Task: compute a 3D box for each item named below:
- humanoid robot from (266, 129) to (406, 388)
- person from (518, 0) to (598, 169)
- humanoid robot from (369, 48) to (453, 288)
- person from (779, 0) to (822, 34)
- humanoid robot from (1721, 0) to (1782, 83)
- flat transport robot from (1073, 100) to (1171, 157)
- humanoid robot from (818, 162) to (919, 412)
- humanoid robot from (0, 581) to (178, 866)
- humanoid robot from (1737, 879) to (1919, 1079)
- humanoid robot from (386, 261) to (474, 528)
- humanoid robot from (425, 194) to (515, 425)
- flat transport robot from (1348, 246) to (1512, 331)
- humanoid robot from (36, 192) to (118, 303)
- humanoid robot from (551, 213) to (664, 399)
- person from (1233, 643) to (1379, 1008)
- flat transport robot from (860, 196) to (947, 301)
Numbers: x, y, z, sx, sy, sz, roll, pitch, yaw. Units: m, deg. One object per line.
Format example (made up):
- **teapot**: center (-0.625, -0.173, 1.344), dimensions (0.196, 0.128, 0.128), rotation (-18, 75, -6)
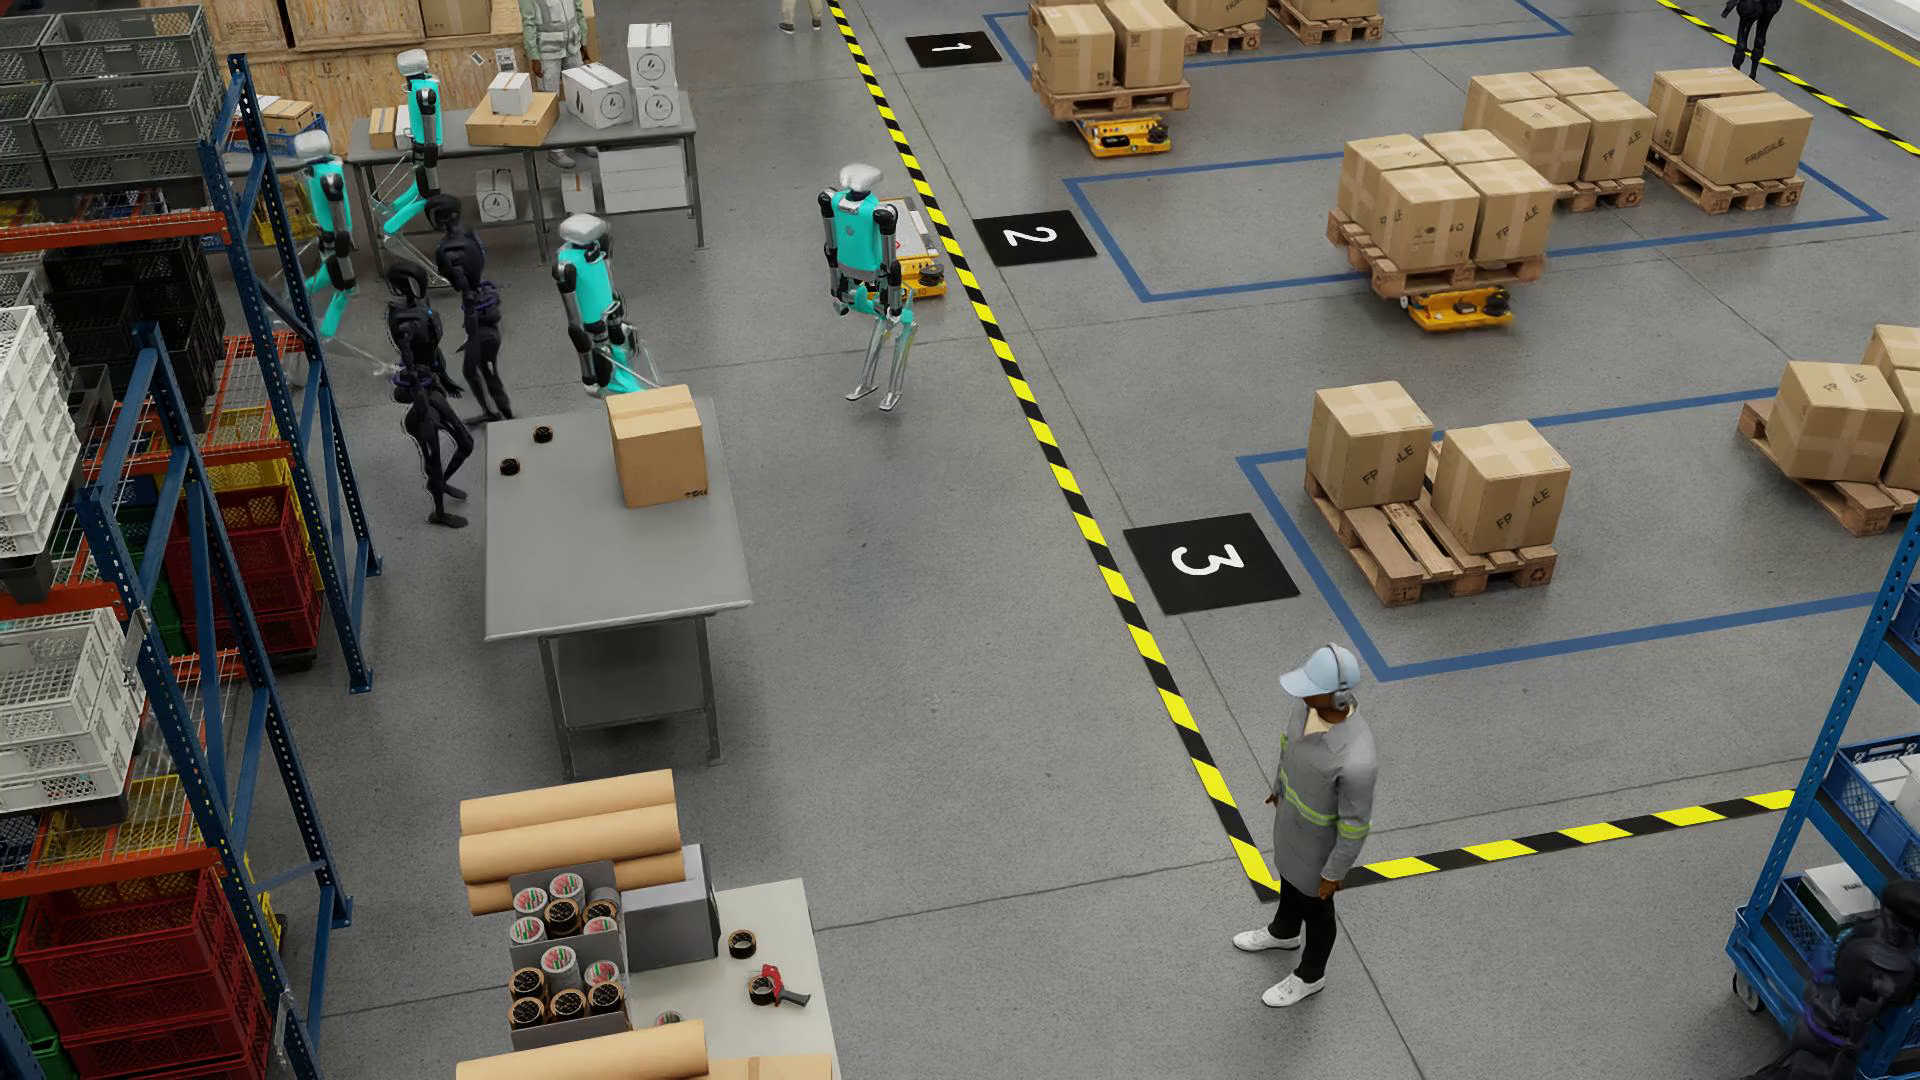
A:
- **humanoid robot**: center (-4.231, -1.706, 10.657), dimensions (1.019, 1.783, 0.532), rotation (-18, 40, -23)
- **person**: center (-3.266, -4.006, 13.542), dimensions (0.412, 1.939, 0.602), rotation (26, 44, 30)
- **humanoid robot**: center (-3.907, -2.562, 11.654), dimensions (0.735, 1.677, 0.533), rotation (-13, 39, -17)
- **person**: center (-1.584, -5.807, 16.100), dimensions (0.565, 1.769, 0.396), rotation (-13, 38, -16)
- **humanoid robot**: center (7.166, -4.883, 14.926), dimensions (0.599, 1.654, 0.315), rotation (-15, 39, -19)
- **flat transport robot**: center (1.314, -3.753, 14.574), dimensions (0.652, 0.197, 1.431), rotation (-8, 37, -10)
- **humanoid robot**: center (-0.483, -1.626, 10.400), dimensions (0.533, 1.674, 0.735), rotation (20, 41, 25)
- **humanoid robot**: center (-3.823, 0.828, 7.216), dimensions (0.954, 1.729, 0.556), rotation (1, 37, 2)
- **humanoid robot**: center (3.167, 1.788, 6.014), dimensions (0.775, 1.637, 0.595), rotation (20, 41, 24)
- **humanoid robot**: center (-3.025, -0.820, 9.474), dimensions (0.328, 1.645, 0.588), rotation (-3, 37, -3)
- **humanoid robot**: center (-2.970, -1.336, 10.175), dimensions (0.417, 1.644, 0.606), rotation (-8, 37, -11)
- **flat transport robot**: center (3.420, -1.985, 12.199), dimensions (0.652, 0.197, 1.431), rotation (-8, 37, -10)
- **humanoid robot**: center (-5.657, -1.775, 10.766), dimensions (0.411, 1.642, 0.609), rotation (11, 38, 15)
- **humanoid robot**: center (-1.946, -1.056, 9.746), dimensions (1.004, 1.744, 0.542), rotation (9, 38, 12)
- **person**: center (1.384, 1.144, 6.689), dimensions (0.387, 1.850, 0.598), rotation (-8, 37, -11)
- **flat transport robot**: center (-0.570, -2.220, 12.538), dimensions (0.659, 0.231, 1.431), rotation (-8, 37, -10)
